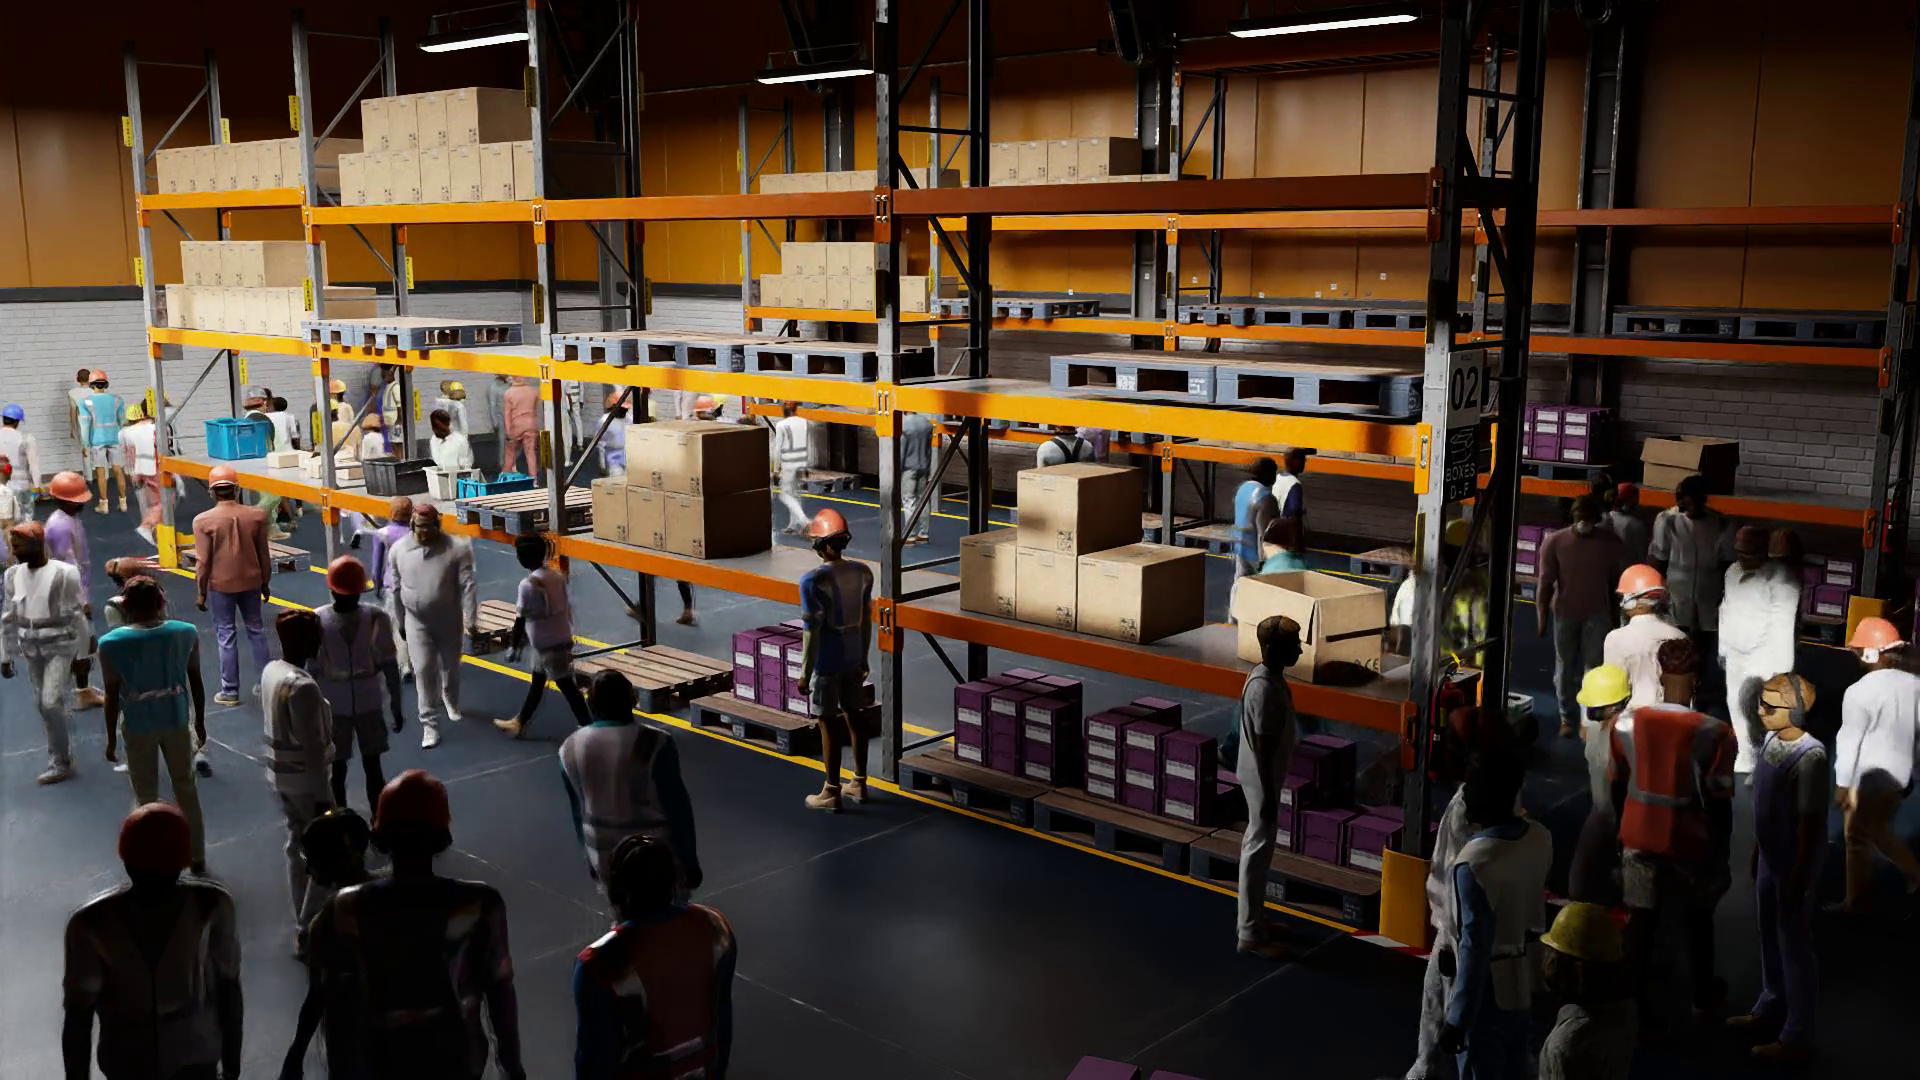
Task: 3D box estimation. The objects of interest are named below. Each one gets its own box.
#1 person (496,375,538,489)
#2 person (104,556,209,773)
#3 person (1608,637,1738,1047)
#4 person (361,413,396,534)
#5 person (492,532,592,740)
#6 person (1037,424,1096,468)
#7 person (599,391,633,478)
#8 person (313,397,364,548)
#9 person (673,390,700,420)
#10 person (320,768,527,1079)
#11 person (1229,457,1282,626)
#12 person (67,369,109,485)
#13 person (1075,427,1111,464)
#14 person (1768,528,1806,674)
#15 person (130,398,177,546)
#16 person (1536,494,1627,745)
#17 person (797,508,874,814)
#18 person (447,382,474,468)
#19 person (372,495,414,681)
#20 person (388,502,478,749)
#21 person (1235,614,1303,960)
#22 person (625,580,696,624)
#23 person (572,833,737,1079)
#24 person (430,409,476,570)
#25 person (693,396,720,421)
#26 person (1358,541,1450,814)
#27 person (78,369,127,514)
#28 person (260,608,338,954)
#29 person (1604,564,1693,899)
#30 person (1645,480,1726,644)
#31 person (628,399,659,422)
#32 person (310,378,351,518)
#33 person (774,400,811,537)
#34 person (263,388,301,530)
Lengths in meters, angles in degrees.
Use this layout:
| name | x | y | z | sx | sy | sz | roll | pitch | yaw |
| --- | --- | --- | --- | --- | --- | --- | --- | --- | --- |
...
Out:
| name | x | y | z | sx | sy | sz | roll | pitch | yaw |
| --- | --- | --- | --- | --- | --- | --- | --- | --- | --- |
| person | -6.915 | -1.735 | 25.980 | 0.790 | 1.869 | 0.662 | 9 | 14 | 42 |
| person | -5.730 | 0.905 | 11.846 | 0.704 | 1.599 | 0.531 | 4 | 11 | 22 |
| person | 3.462 | 1.415 | 8.018 | 0.633 | 1.920 | 0.917 | 9 | 13 | 41 |
| person | -7.681 | -0.856 | 21.760 | 0.533 | 1.602 | 0.527 | 0 | 10 | 1 |
| person | -3.150 | 0.758 | 12.501 | 0.894 | 1.631 | 0.543 | 2 | 10 | 9 |
| person | 1.115 | -0.455 | 18.264 | 0.688 | 2.000 | 0.536 | -4 | 11 | -22 |
| person | -4.383 | -0.995 | 21.715 | 0.542 | 1.896 | 0.705 | -8 | 13 | -37 |
| person | -7.766 | -0.844 | 20.891 | 0.606 | 1.895 | 0.841 | -6 | 12 | -30 |
| person | -4.622 | -2.168 | 28.233 | 0.356 | 1.938 | 0.633 | 5 | 11 | 28 |
| person | -1.817 | 1.777 | 5.692 | 0.628 | 2.029 | 0.426 | 0 | 10 | 0 |
| person | 2.906 | 0.119 | 15.683 | 0.858 | 1.804 | 0.652 | -3 | 11 | -18 |
| person | -13.801 | -1.791 | 26.377 | 0.375 | 1.840 | 0.567 | 9 | 14 | 42 |
| person | 1.602 | -0.799 | 20.470 | 0.405 | 1.946 | 0.610 | 9 | 14 | 42 |
| person | 6.302 | 0.722 | 12.763 | 0.281 | 1.631 | 0.504 | 9 | 14 | 42 |
| person | -10.086 | -0.830 | 20.777 | 0.609 | 1.900 | 0.566 | 5 | 11 | 25 |
| person | 4.707 | 0.605 | 12.623 | 0.647 | 1.912 | 0.676 | 3 | 10 | 14 |
| person | -0.856 | 0.803 | 11.141 | 0.394 | 2.041 | 0.612 | 9 | 14 | 42 |
| person | -7.644 | -1.556 | 25.419 | 0.332 | 1.713 | 0.516 | -7 | 12 | -35 |
| person | -4.885 | 0.411 | 14.630 | 0.520 | 1.605 | 0.858 | -4 | 11 | -21 |
| person | -4.062 | 0.597 | 12.892 | 0.650 | 1.857 | 0.988 | -2 | 10 | -13 |
| person | 1.645 | 1.300 | 8.895 | 0.326 | 1.843 | 0.517 | 2 | 10 | 11 |
| person | -2.998 | 0.017 | 16.691 | 0.885 | 1.654 | 0.531 | 9 | 13 | 42 |
| person | -1.042 | 1.882 | 5.611 | 0.429 | 1.842 | 0.630 | 9 | 14 | 42 |
| person | -5.908 | -0.585 | 19.394 | 0.644 | 1.902 | 0.421 | 7 | 12 | 36 |
| person | -3.000 | -0.764 | 20.190 | 0.440 | 1.984 | 0.687 | -3 | 10 | -15 |
| person | 2.994 | 0.893 | 11.036 | 0.458 | 1.898 | 0.615 | 3 | 11 | 18 |
| person | -12.139 | -1.395 | 23.570 | 0.394 | 2.041 | 0.612 | 9 | 14 | 42 |
| person | -3.494 | 1.284 | 8.903 | 0.379 | 1.882 | 0.579 | -9 | 13 | -41 |
| person | 3.972 | 1.133 | 9.551 | 0.641 | 1.952 | 0.747 | -4 | 11 | -23 |
| person | 6.118 | 0.388 | 14.103 | 0.541 | 1.821 | 0.664 | -10 | 14 | -43 |
| person | -4.860 | -1.581 | 25.524 | 0.431 | 1.764 | 0.573 | 10 | 14 | 44 |
| person | -8.836 | -1.299 | 23.282 | 0.623 | 1.963 | 0.883 | -9 | 14 | -43 |
| person | -2.138 | -0.944 | 21.550 | 0.630 | 1.870 | 0.591 | 9 | 13 | 41 |
| person | -9.083 | -1.081 | 22.200 | 0.910 | 1.918 | 0.674 | 9 | 13 | 41 |
